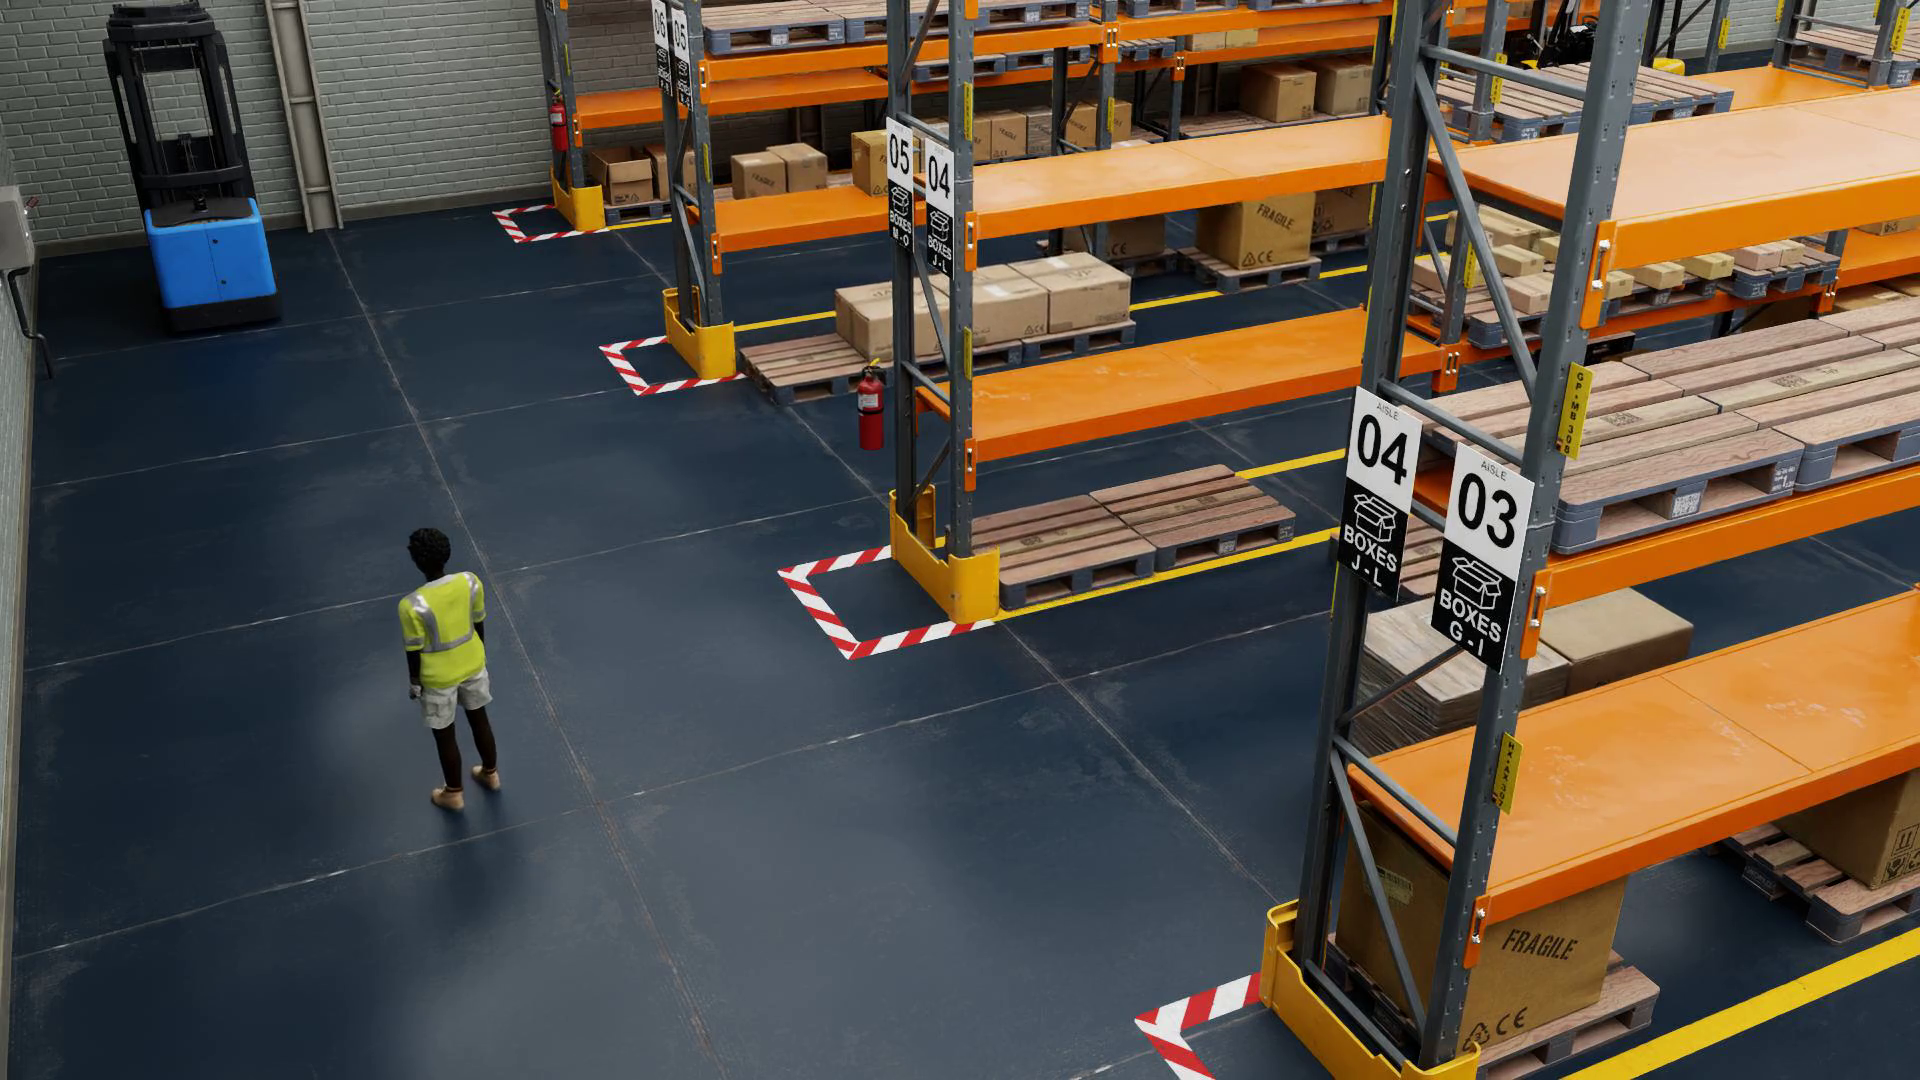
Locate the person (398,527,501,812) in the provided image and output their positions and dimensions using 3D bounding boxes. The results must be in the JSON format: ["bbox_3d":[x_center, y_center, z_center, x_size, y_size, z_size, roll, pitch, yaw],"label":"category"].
[{"bbox_3d":[-2.814,0.713,9.198,0.320,1.687,0.536,18,33,31],"label":"person"}]

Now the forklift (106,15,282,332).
[{"bbox_3d":[-7.548,-3.672,16.323,1.129,2.768,1.873,-12,30,-22],"label":"forklift"}]

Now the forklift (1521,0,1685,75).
[{"bbox_3d":[8.950,-6.807,23.056,1.214,2.155,2.313,-12,30,-22],"label":"forklift"}]
